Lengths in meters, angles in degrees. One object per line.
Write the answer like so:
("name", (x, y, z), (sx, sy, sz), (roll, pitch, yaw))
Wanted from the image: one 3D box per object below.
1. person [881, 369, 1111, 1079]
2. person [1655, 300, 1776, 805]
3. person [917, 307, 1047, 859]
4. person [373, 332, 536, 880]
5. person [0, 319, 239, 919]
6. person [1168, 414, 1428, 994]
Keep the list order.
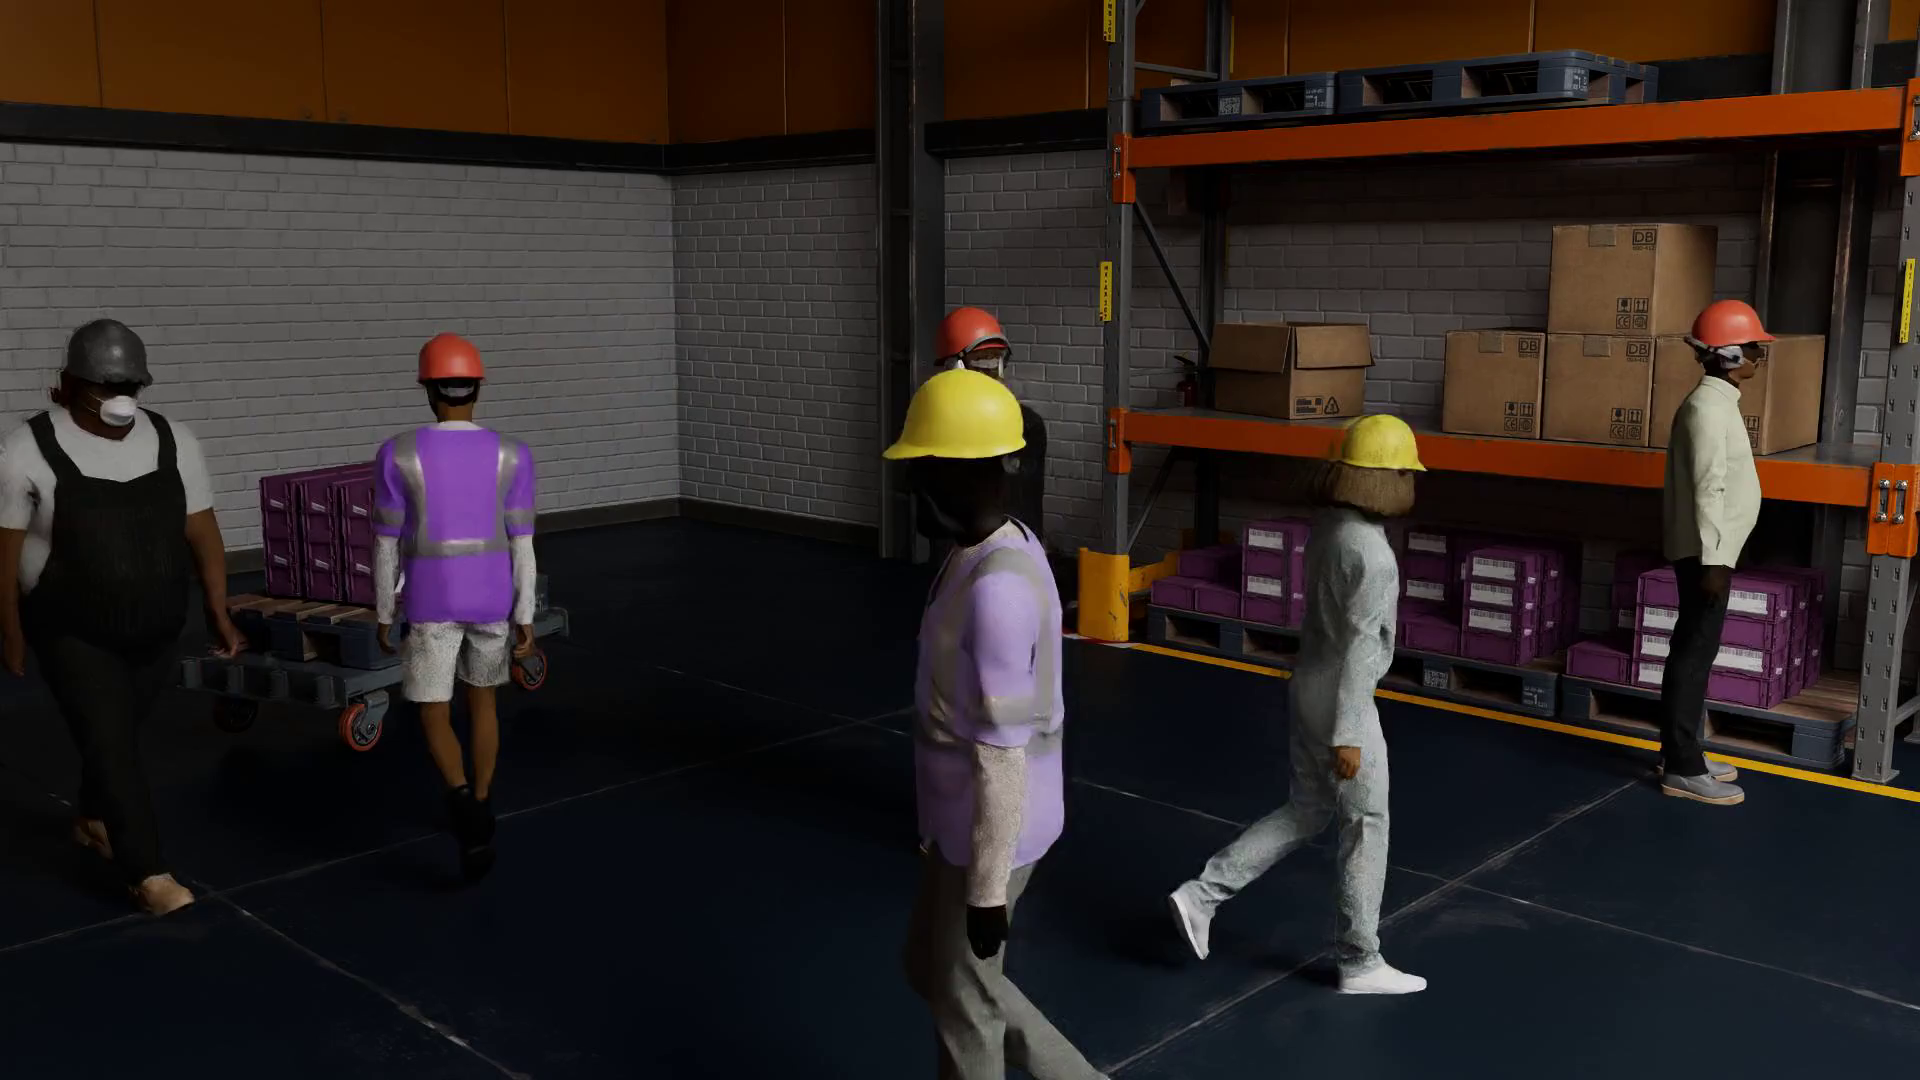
("person", (0.068, 0.593, 3.546), (0.512, 1.915, 0.603), (0, 9, -2))
("person", (3.016, 0.042, 6.686), (0.376, 1.996, 0.621), (4, 10, 22))
("person", (0.063, 0.172, 5.927), (0.402, 1.982, 0.622), (7, 12, 38))
("person", (-1.752, 0.228, 5.855), (0.552, 1.911, 0.846), (-4, 10, -26))
("person", (-2.893, 0.187, 5.668), (1.020, 2.000, 0.701), (7, 12, 38))
("person", (1.002, 0.489, 4.821), (0.684, 1.720, 0.501), (-1, 9, -7))
